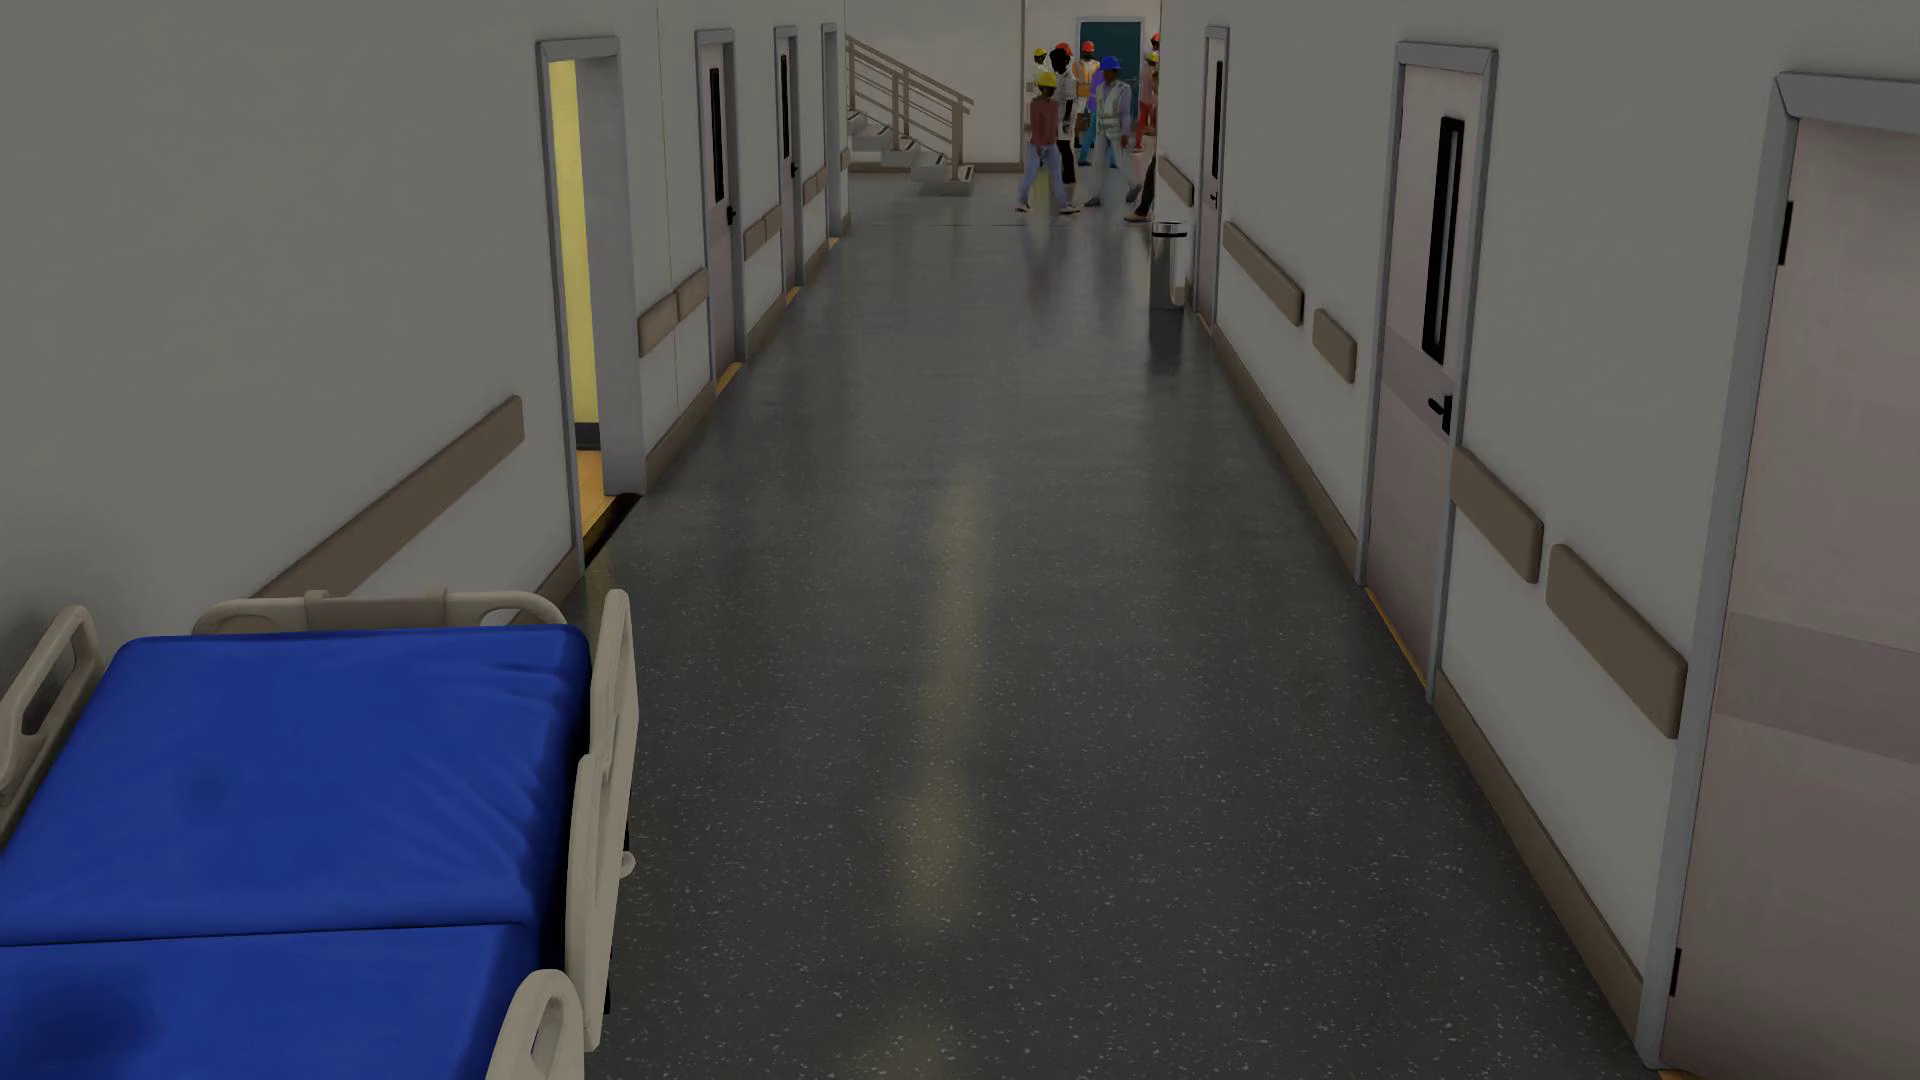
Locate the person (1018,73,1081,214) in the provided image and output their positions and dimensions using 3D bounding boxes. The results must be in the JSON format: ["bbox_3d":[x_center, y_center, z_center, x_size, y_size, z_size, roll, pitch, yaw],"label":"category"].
[{"bbox_3d":[1.072,-4.922,20.687,0.530,1.720,0.886,-15,23,-39],"label":"person"}]

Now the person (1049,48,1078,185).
[{"bbox_3d":[1.485,-6.138,24.146,0.441,1.945,0.615,-4,18,-13],"label":"person"}]

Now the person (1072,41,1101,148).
[{"bbox_3d":[2.339,-8.212,30.695,0.542,1.928,0.399,-4,18,-13],"label":"person"}]

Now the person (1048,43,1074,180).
[{"bbox_3d":[1.508,-6.411,24.917,0.388,1.992,0.625,4,18,13],"label":"person"}]

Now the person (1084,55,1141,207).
[{"bbox_3d":[2.018,-5.296,21.555,0.890,1.920,0.612,-16,24,-42],"label":"person"}]

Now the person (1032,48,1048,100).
[{"bbox_3d":[1.545,-8.670,32.387,0.310,1.769,0.525,7,19,22],"label":"person"}]

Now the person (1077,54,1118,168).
[{"bbox_3d":[2.341,-6.928,26.894,0.541,1.794,0.754,-10,20,-28],"label":"person"}]

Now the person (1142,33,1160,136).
[{"bbox_3d":[3.954,-9.233,33.736,0.403,2.031,0.614,-11,20,-30],"label":"person"}]
